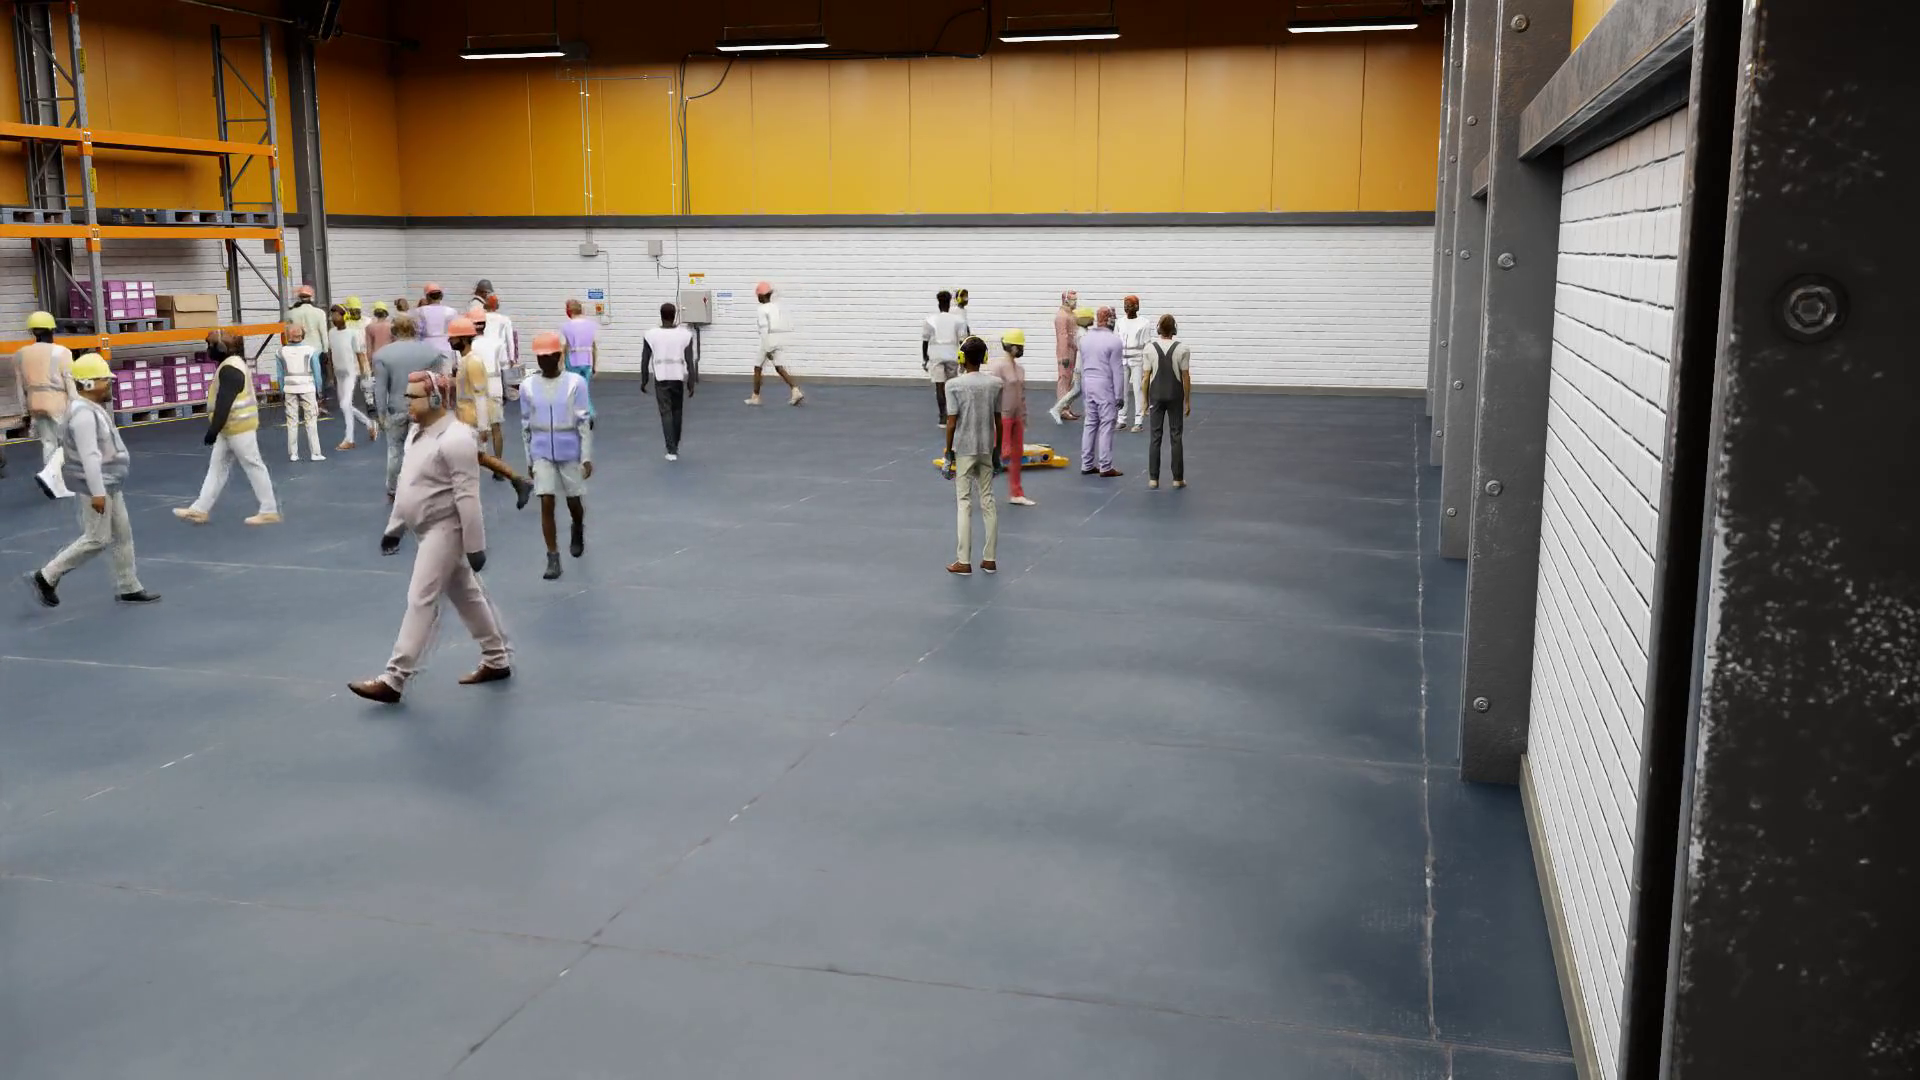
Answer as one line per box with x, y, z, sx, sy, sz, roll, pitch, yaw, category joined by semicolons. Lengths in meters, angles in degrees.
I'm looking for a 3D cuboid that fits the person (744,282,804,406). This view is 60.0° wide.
-2.992;-3.127;26.599;1.022;2.008;0.603;6;12;31;person

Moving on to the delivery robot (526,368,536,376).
-7.774;-2.880;28.998;0.707;0.478;0.477;0;10;1;delivery robot

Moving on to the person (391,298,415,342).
-10.027;-3.519;29.846;0.462;1.616;0.535;5;11;27;person

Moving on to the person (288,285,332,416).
-9.769;-2.847;25.052;0.618;1.970;0.583;0;10;1;person

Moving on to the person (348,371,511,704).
-3.022;-0.027;9.441;1.001;1.854;0.646;-7;12;-34;person

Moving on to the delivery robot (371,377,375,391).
-9.472;-2.614;27.493;0.477;0.478;0.707;1;10;6;delivery robot

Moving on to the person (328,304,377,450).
-7.713;-2.082;21.119;0.545;1.845;0.752;5;11;25;person

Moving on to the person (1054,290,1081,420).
1.615;-2.743;24.662;0.410;1.908;0.643;2;10;12;person

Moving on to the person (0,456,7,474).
-10.792;-1.542;17.874;0.552;1.908;0.890;4;11;24;person

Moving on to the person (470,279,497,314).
-8.627;-3.719;29.811;0.917;2.000;0.740;0;10;-1;person

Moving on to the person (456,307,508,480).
-5.268;-1.620;18.387;0.563;1.883;1.012;-5;11;-25;person

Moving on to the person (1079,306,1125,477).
1.605;-1.648;18.499;0.401;1.901;0.647;-8;13;-37;person

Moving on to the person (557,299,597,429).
-5.233;-2.369;22.739;0.449;1.830;0.592;10;14;43;person

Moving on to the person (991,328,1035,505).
0.481;-1.201;16.345;0.428;1.760;0.569;7;12;34;person

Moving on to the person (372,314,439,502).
-5.411;-1.253;16.274;0.626;1.883;1.023;-5;11;-26;person

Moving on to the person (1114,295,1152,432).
2.352;-2.427;22.942;0.582;1.881;0.351;7;12;33;person

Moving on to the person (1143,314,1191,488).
2.184;-1.460;17.586;0.506;1.840;0.343;2;10;13;person

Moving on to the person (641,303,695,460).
-3.542;-1.926;20.164;0.602;1.862;0.991;-4;11;-23;person

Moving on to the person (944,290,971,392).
0.027;-3.370;28.466;0.976;1.819;0.536;3;11;18;person

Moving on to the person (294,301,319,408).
-10.374;-2.948;26.424;0.320;1.692;0.538;1;10;5;person

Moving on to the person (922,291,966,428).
-0.241;-2.590;23.770;0.617;1.905;0.988;-2;10;-10;person

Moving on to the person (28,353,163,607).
-6.109;-0.399;11.657;0.751;1.813;0.599;-3;11;-18;person

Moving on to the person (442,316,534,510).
-4.480;-1.155;15.655;0.802;1.914;0.554;-3;10;-16;person

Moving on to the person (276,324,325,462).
-7.828;-1.739;19.739;0.513;1.639;0.307;-1;10;-4;person

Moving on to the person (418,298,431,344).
-9.814;-3.622;30.469;0.473;1.612;0.526;9;13;40;person

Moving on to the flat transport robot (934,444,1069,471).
0.476;-0.958;19.182;1.431;0.197;0.652;-4;11;-21;flat transport robot

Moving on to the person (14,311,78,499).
-9.133;-1.331;16.641;0.600;1.914;0.615;1;10;5;person

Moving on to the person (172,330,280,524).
-6.740;-1.005;15.156;0.955;1.791;0.622;-5;11;-27;person

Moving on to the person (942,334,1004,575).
0.098;-0.659;12.967;0.513;1.872;0.328;-5;11;-25;person

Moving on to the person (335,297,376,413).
-9.329;-2.857;25.699;0.616;1.774;0.976;-7;12;-35;person

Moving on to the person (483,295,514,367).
-6.975;-2.743;24.883;0.575;1.845;0.969;-1;10;-8;person

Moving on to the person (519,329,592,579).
-3.137;-0.690;12.989;0.548;1.922;0.702;-1;10;-4;person

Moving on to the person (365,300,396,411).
-8.618;-2.698;24.866;0.527;1.752;0.520;0;10;-3;person

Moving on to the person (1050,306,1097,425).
1.704;-2.476;23.702;0.797;1.718;0.496;0;10;2;person

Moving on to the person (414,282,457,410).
-7.771;-2.819;24.799;0.685;2.008;0.654;-3;10;-15;person
